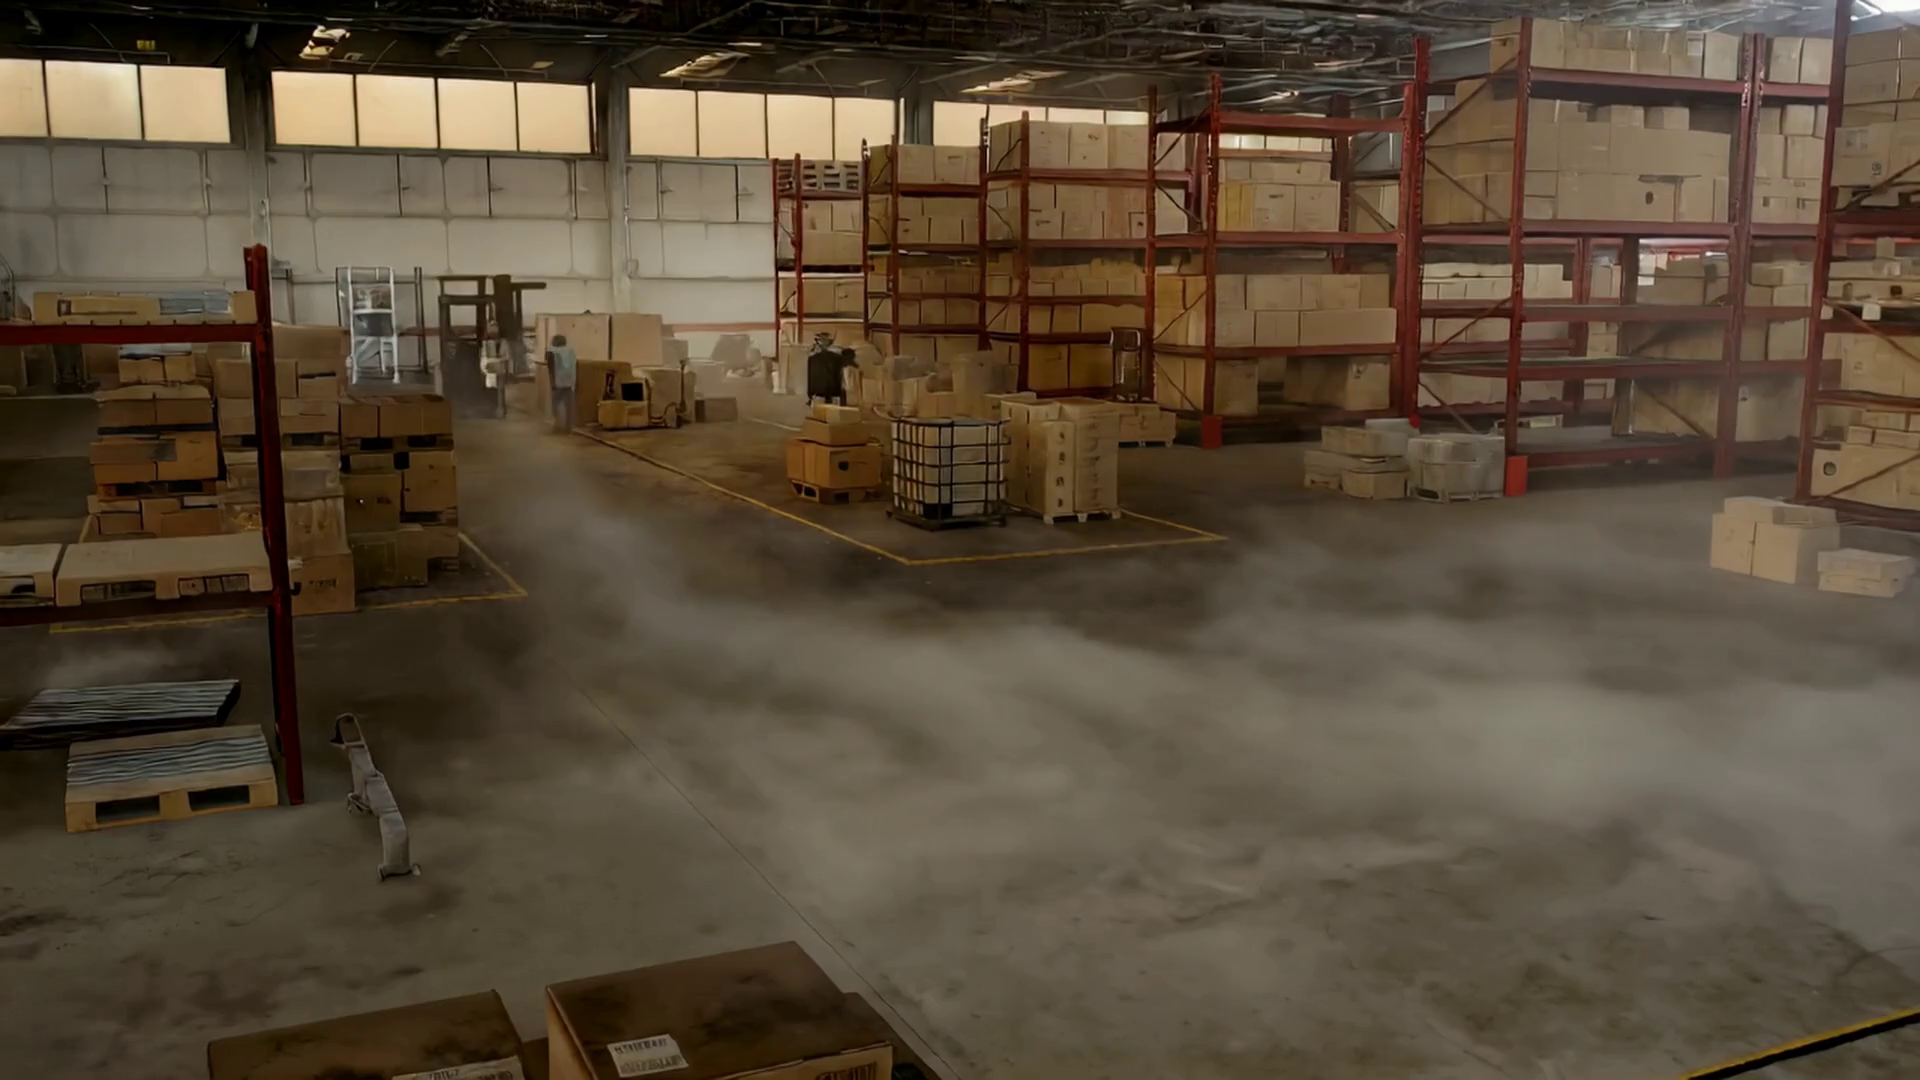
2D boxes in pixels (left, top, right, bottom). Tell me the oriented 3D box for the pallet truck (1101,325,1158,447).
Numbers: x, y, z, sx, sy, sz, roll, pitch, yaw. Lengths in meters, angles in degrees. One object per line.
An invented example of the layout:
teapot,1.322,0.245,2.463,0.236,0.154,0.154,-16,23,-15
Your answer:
pallet truck,2.881,-2.596,27.923,0.823,1.965,1.885,-1,9,-7

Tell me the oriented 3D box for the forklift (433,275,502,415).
forklift,-10.164,-4.031,34.094,1.129,2.768,1.873,-4,10,-25

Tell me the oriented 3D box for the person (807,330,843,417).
person,-2.097,-2.255,25.815,0.625,1.992,0.386,-5,11,-31

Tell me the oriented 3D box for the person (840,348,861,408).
person,-1.745,-2.161,26.155,0.321,1.697,0.529,4,10,24

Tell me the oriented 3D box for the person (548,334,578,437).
person,-6.968,-2.702,29.154,0.514,1.816,0.650,8,12,41

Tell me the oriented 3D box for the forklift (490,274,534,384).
forklift,-11.600,-5.350,42.281,1.873,2.768,1.129,-4,10,-25

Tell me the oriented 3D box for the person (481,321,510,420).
person,-9.064,-3.296,32.468,0.545,1.933,0.376,0,9,-1
